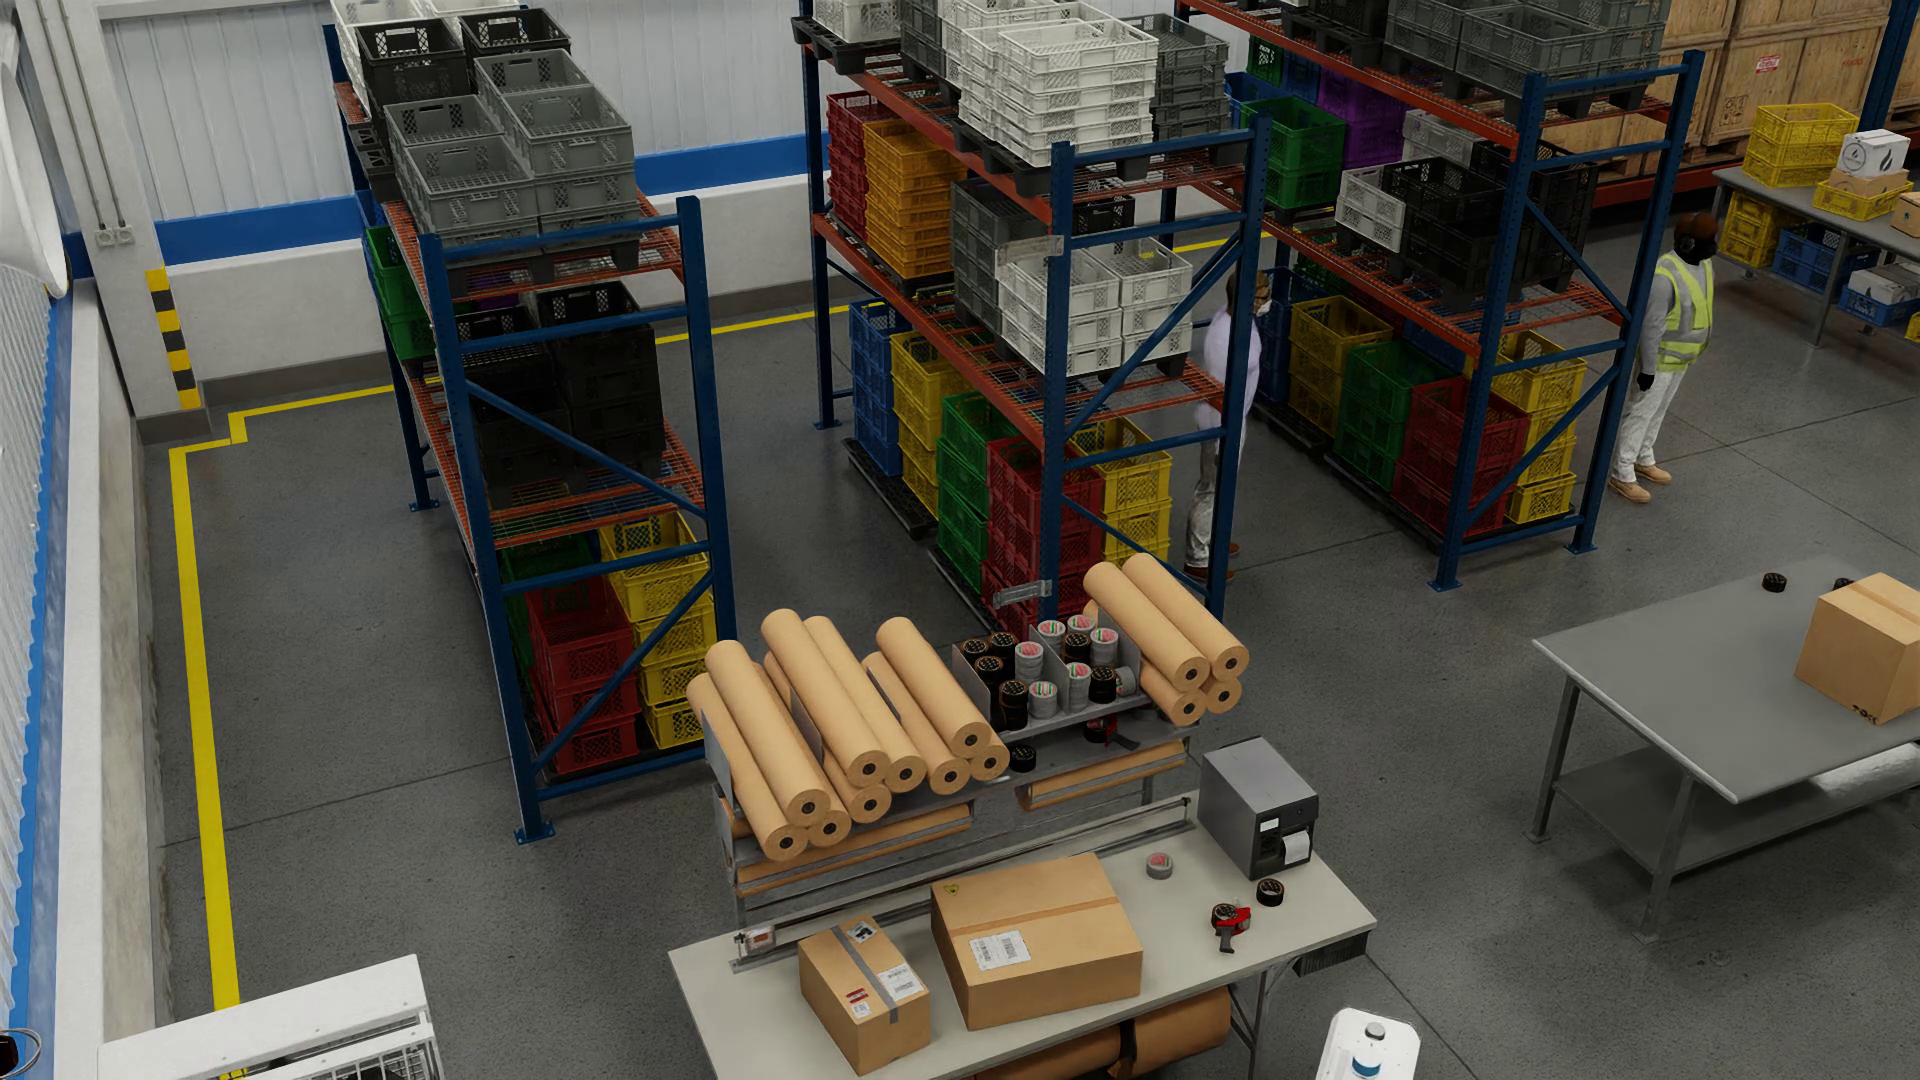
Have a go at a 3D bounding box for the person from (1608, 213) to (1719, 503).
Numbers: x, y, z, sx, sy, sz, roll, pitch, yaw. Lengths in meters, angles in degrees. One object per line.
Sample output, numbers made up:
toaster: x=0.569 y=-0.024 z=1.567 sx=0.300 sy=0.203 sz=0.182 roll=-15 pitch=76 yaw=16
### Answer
person: x=4.383 y=-1.140 z=10.307 sx=0.429 sy=1.846 sz=0.625 roll=27 pitch=41 yaw=36

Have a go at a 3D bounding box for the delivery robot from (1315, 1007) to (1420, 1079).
delivery robot: x=1.490 y=2.088 z=6.199 sx=0.477 sy=0.478 sz=0.707 roll=12 pitch=34 yaw=19

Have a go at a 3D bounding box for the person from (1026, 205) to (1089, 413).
person: x=0.648 y=-1.707 z=11.192 sx=0.572 sy=1.883 sz=0.355 roll=15 pitch=34 yaw=22

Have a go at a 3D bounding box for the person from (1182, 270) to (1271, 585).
person: x=1.507 y=-0.651 z=9.432 sx=0.364 sy=1.932 sz=0.626 roll=8 pitch=32 yaw=12
